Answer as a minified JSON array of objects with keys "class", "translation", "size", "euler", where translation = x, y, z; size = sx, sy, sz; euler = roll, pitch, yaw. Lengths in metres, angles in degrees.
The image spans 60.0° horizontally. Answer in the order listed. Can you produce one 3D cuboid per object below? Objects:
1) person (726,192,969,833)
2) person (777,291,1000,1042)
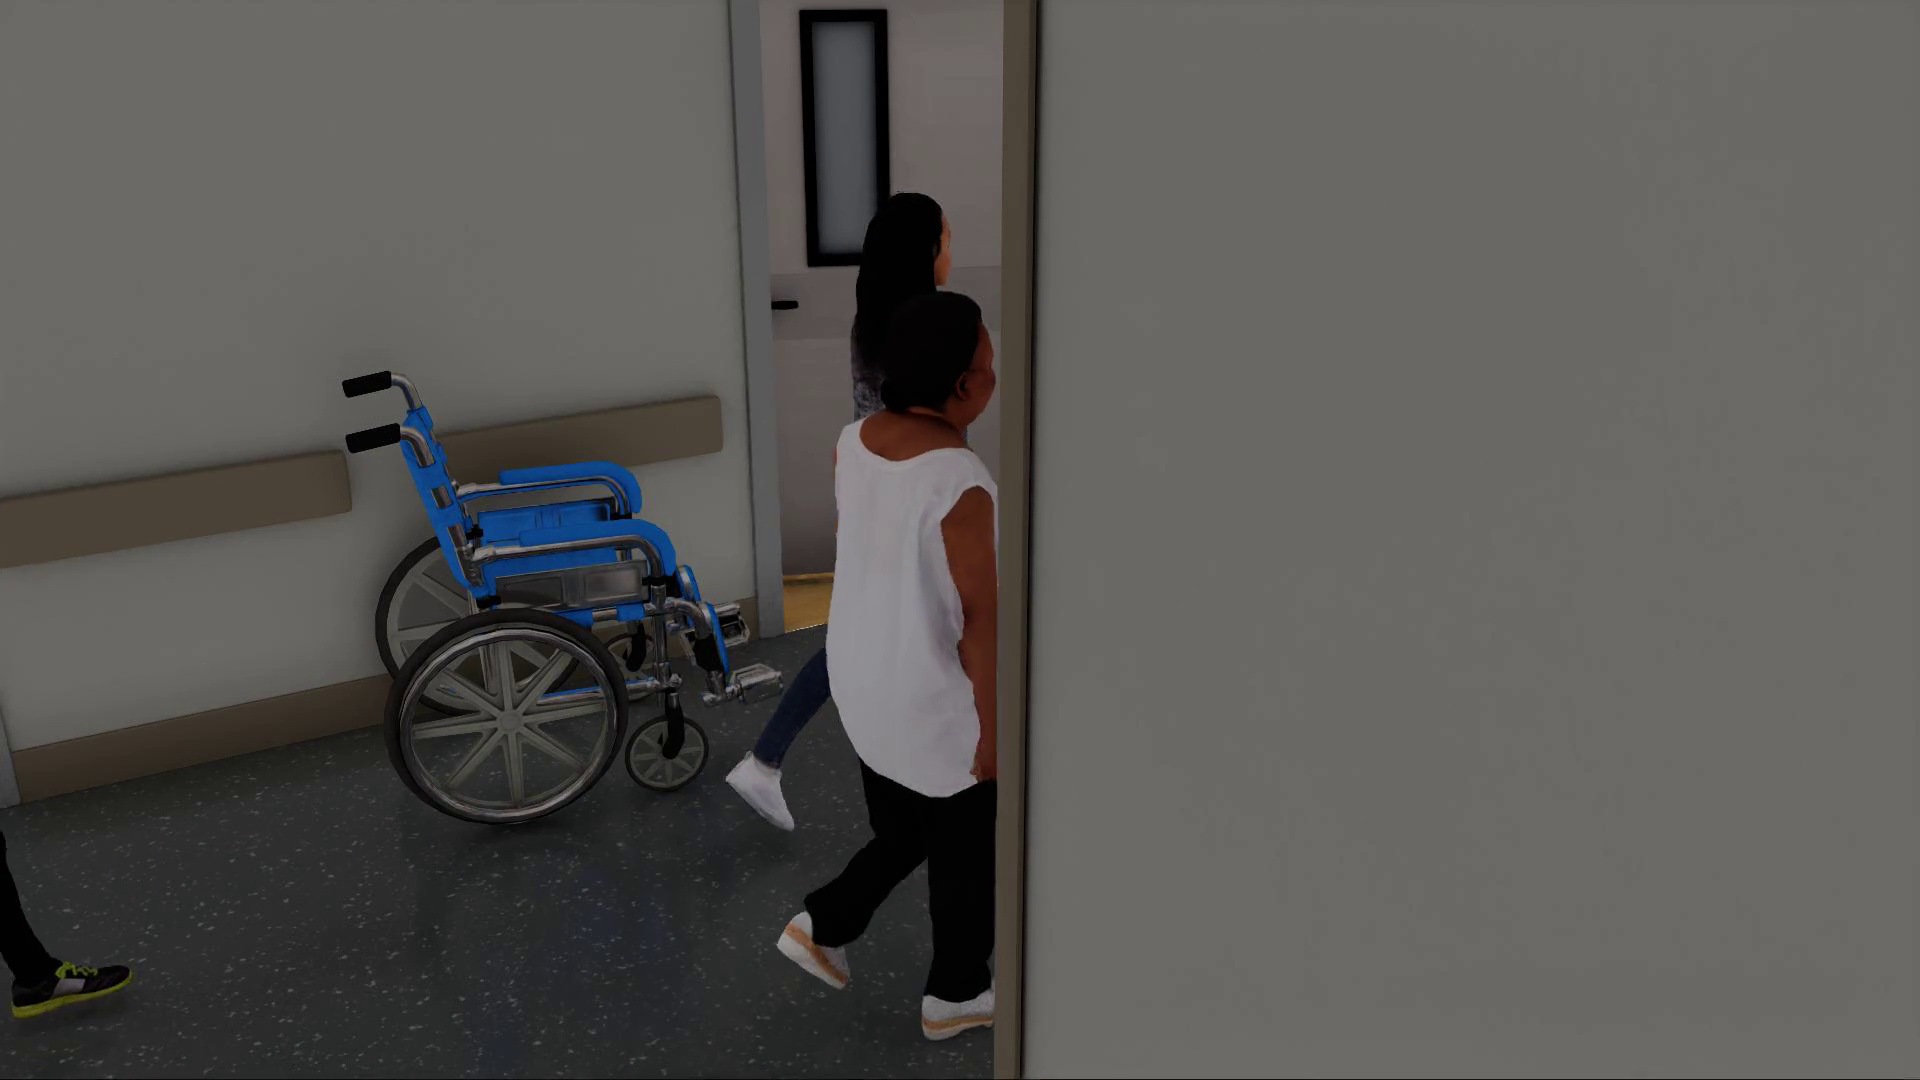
[{"class":"person","translation":[-0.225,-0.008,4.310],"size":[1.135,1.704,0.683],"euler":[-14,25,-33]},{"class":"person","translation":[-0.117,0.324,3.472],"size":[0.759,1.676,0.638],"euler":[-12,24,-28]}]
